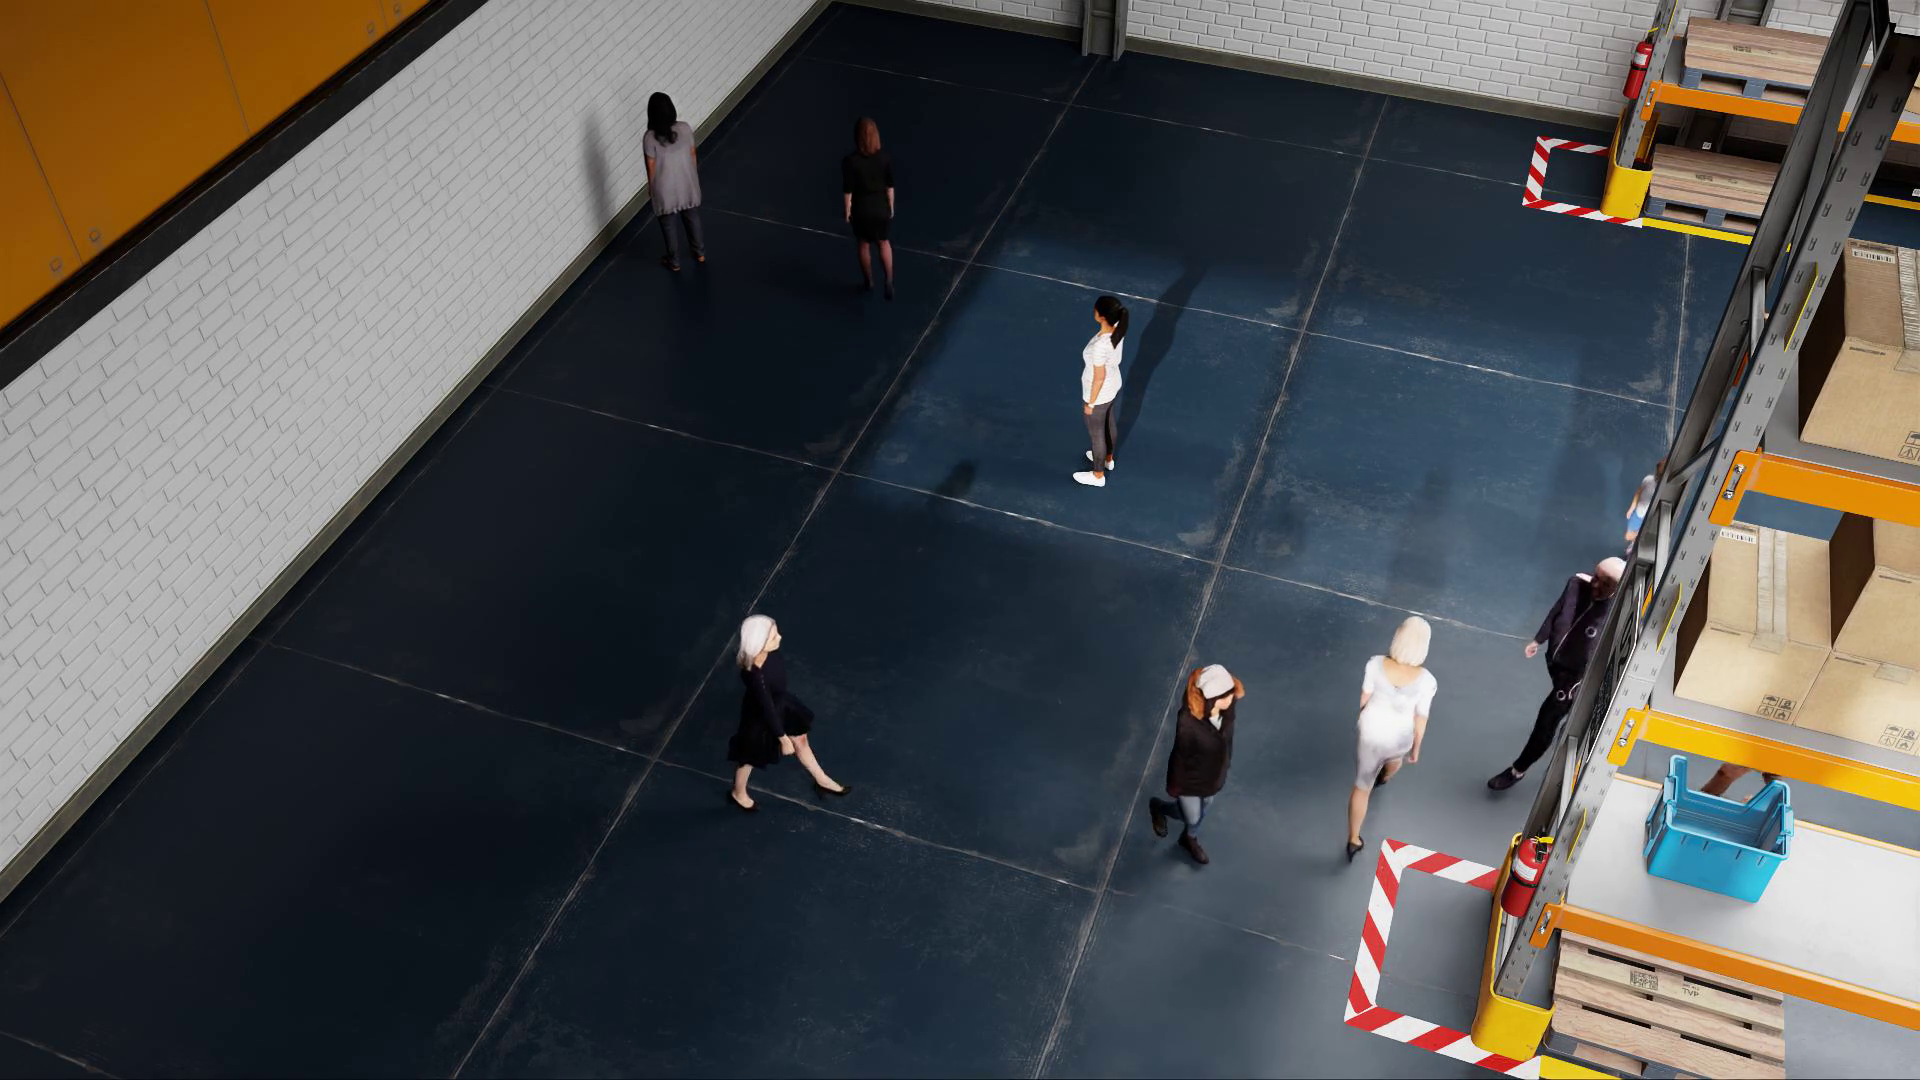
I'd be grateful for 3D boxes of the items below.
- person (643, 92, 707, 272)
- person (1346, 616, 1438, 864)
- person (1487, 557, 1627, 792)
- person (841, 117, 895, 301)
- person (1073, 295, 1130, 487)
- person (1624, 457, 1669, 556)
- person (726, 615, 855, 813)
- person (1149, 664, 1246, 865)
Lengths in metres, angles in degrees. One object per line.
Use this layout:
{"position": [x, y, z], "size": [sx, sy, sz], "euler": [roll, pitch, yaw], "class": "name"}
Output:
{"position": [-2.467, -3.082, 14.282], "size": [0.774, 1.609, 0.828], "euler": [-24, 48, -23], "class": "person"}
{"position": [2.470, 1.198, 9.728], "size": [1.008, 1.693, 0.619], "euler": [14, 45, 15], "class": "person"}
{"position": [3.802, 0.736, 10.140], "size": [1.268, 1.793, 1.179], "euler": [-16, 46, -16], "class": "person"}
{"position": [-0.720, -2.677, 13.797], "size": [0.856, 1.690, 0.891], "euler": [-13, 45, -13], "class": "person"}
{"position": [1.046, -1.104, 12.177], "size": [0.553, 1.647, 0.589], "euler": [19, 47, 19], "class": "person"}
{"position": [4.867, -0.200, 11.685], "size": [0.598, 1.017, 0.557], "euler": [-34, 53, -30], "class": "person"}
{"position": [-1.235, 1.071, 9.844], "size": [1.108, 1.716, 0.863], "euler": [-1, 44, -1], "class": "person"}
{"position": [1.340, 1.268, 9.704], "size": [0.806, 1.624, 0.864], "euler": [-27, 50, -25], "class": "person"}
